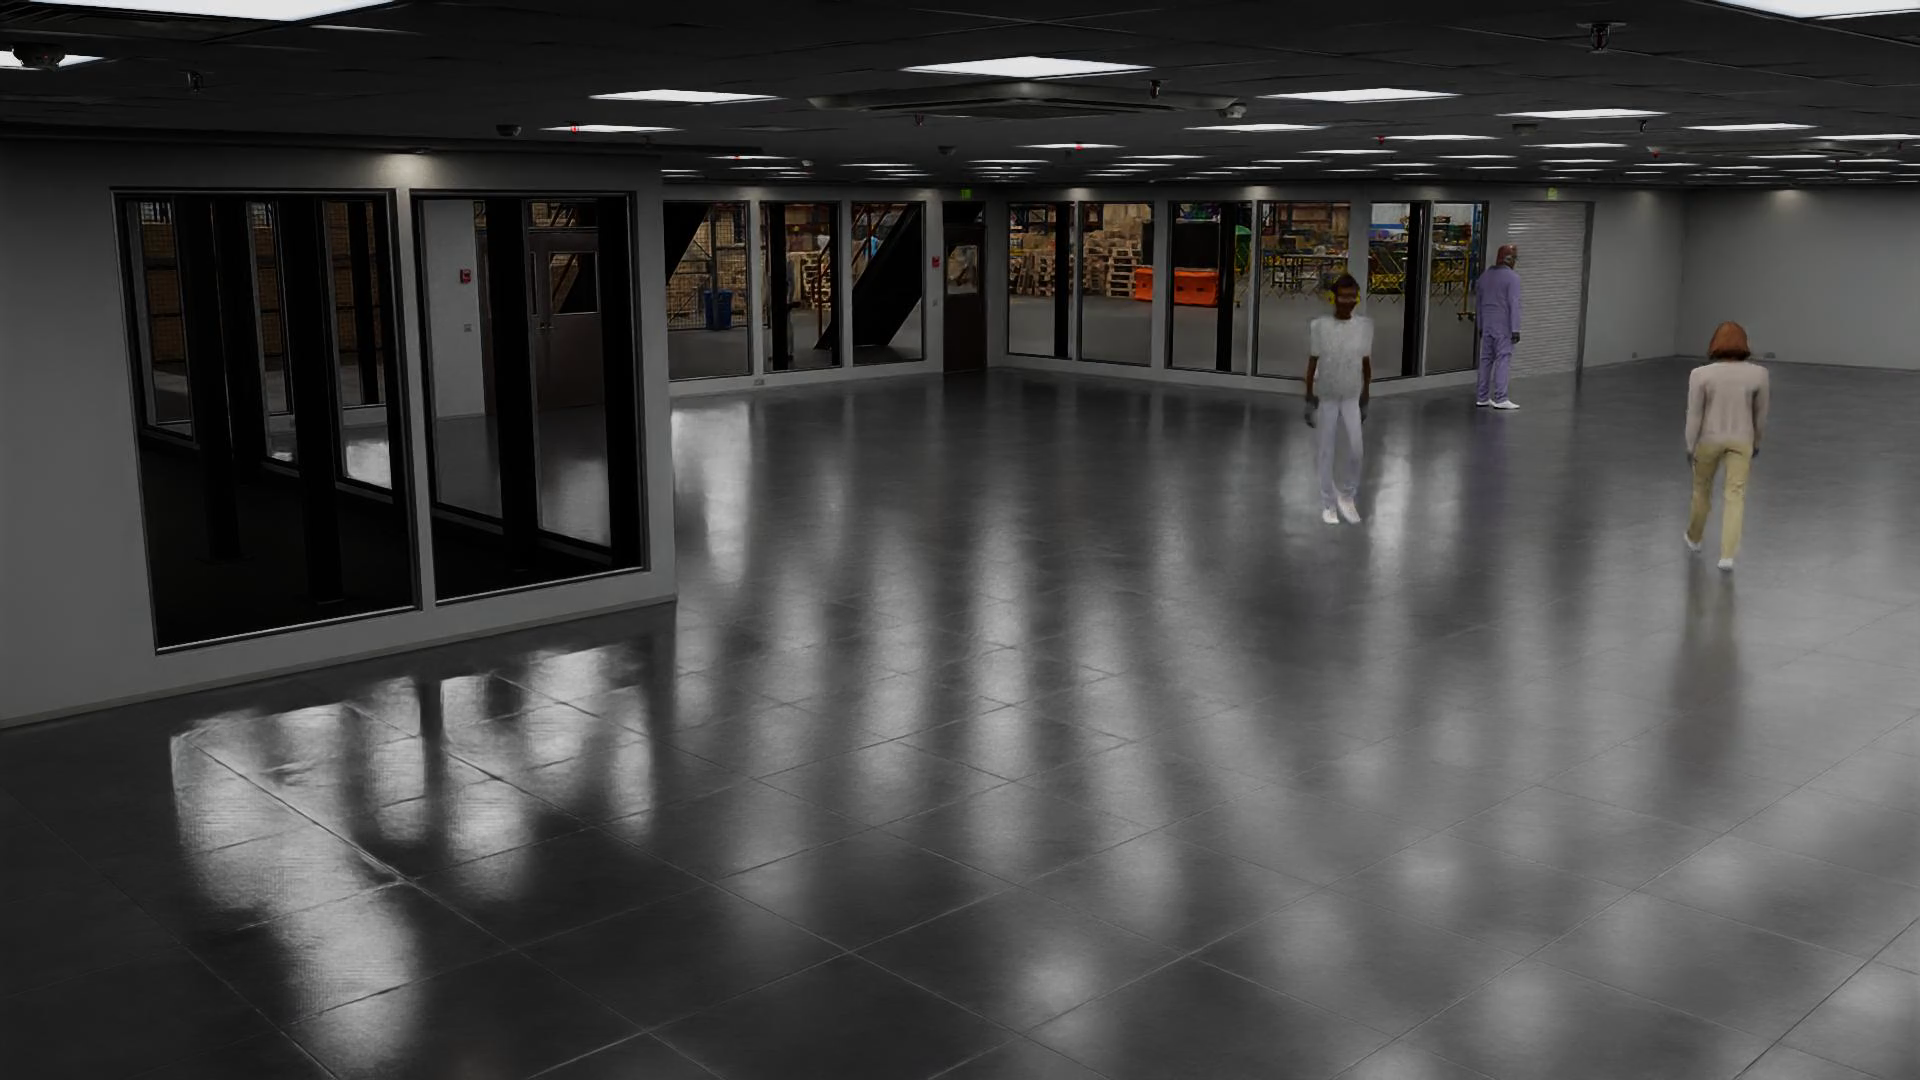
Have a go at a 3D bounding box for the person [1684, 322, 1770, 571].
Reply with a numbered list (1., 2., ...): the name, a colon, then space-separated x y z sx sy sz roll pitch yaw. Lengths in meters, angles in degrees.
1. person: 5.008 -0.626 10.909 0.504 1.587 0.866 4 12 17

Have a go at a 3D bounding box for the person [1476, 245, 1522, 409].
1. person: 6.320 -2.483 19.424 0.402 1.898 0.651 -5 12 -24

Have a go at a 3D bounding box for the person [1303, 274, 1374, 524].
1. person: 2.772 -1.019 12.234 0.522 1.852 0.479 0 11 1

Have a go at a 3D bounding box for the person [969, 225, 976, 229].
1. person: 0.244 -8.296 48.459 0.614 1.942 0.790 -9 15 -40
